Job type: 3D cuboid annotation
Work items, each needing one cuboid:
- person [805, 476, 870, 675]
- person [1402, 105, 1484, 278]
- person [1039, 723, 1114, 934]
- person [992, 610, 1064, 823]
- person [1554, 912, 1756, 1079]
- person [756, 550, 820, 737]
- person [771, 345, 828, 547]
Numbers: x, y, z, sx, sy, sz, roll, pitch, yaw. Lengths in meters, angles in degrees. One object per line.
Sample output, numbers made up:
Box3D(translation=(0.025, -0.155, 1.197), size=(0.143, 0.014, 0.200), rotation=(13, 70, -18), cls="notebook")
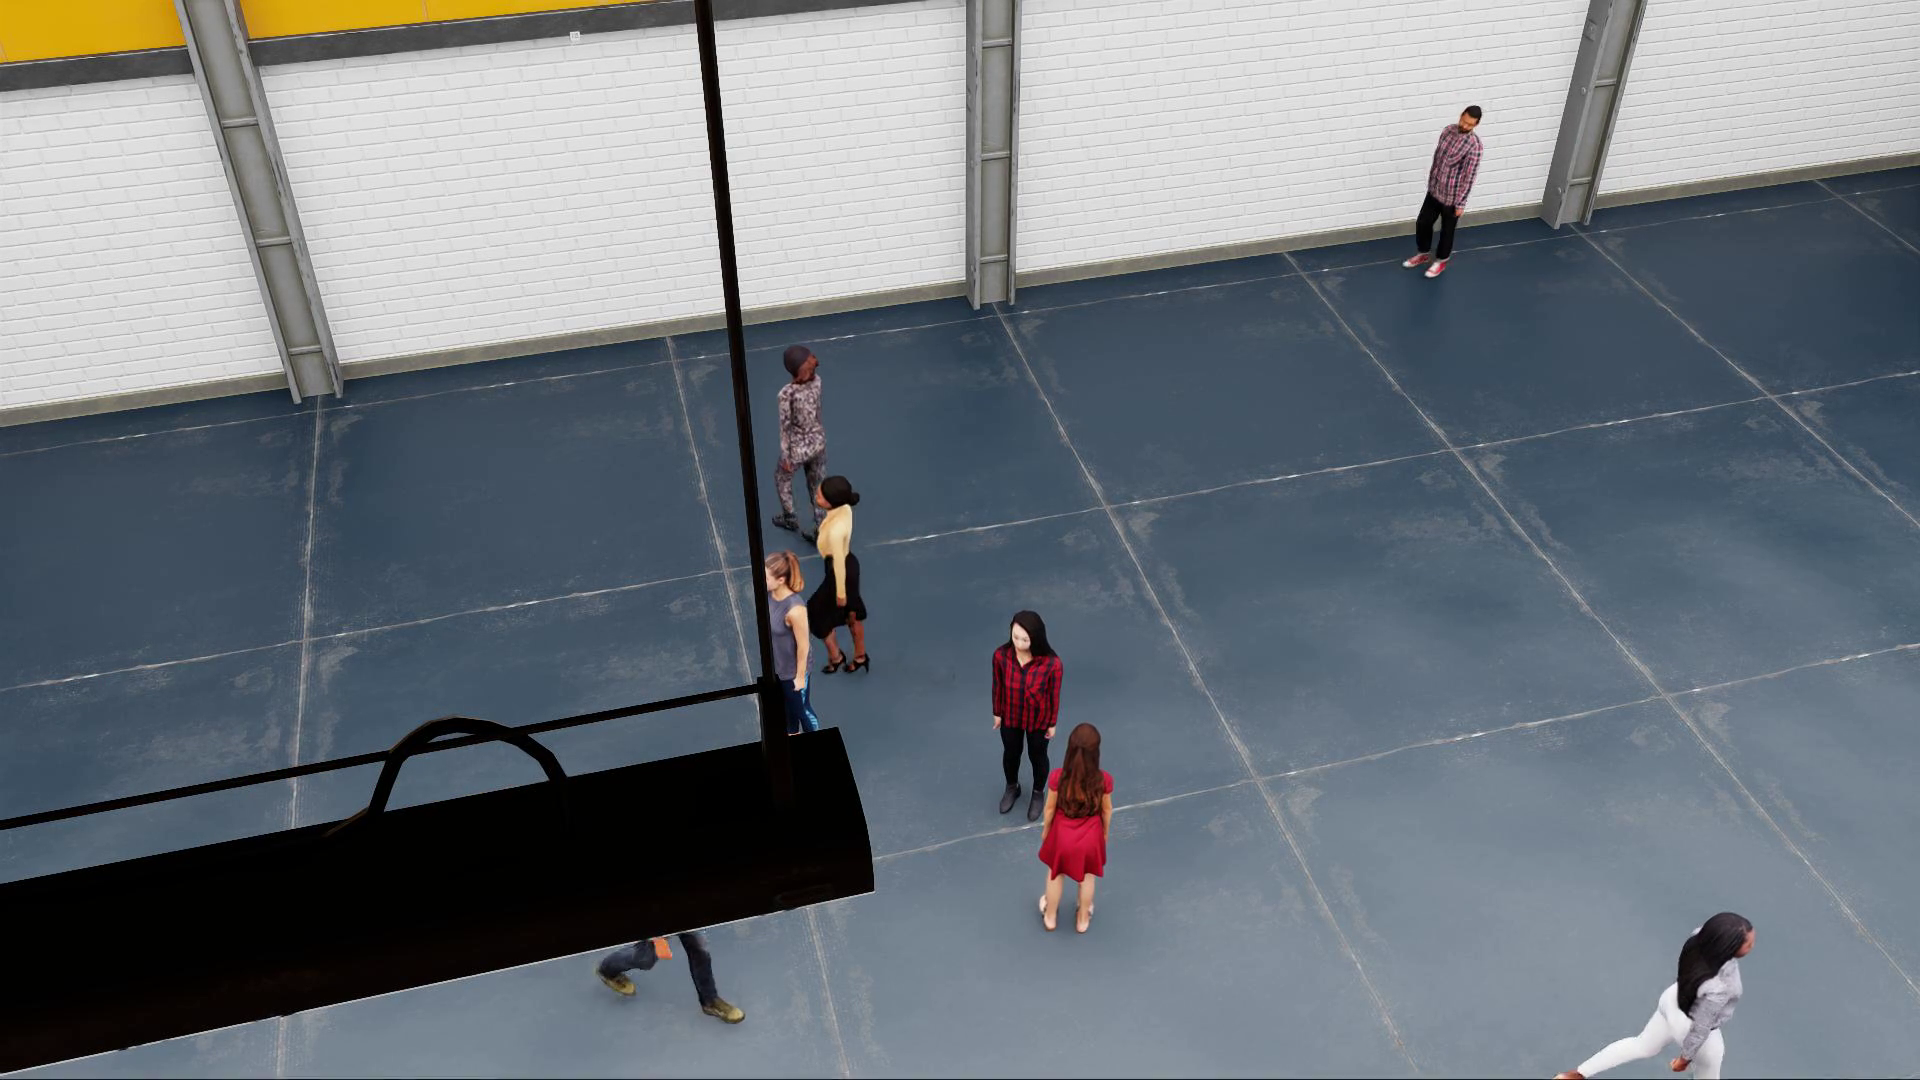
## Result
Box3D(translation=(-0.713, 0.273, 11.033), size=(0.757, 1.641, 0.700), rotation=(4, 39, 5), cls="person")
Box3D(translation=(4.509, -3.229, 15.347), size=(0.725, 1.728, 0.802), rotation=(-12, 40, -14), cls="person")
Box3D(translation=(0.653, 1.647, 9.385), size=(0.610, 1.550, 0.680), rotation=(0, 39, -1), cls="person")
Box3D(translation=(0.405, 1.043, 10.060), size=(0.612, 1.651, 0.719), rotation=(10, 40, 12), cls="person")
Box3D(translation=(3.545, 2.410, 8.314), size=(1.216, 1.694, 0.905), rotation=(5, 39, 6), cls="person")
Box3D(translation=(-1.069, 0.755, 10.362), size=(0.633, 1.725, 0.637), rotation=(-23, 44, -26), cls="person")
Box3D(translation=(-1.084, -0.631, 12.116), size=(0.831, 1.701, 0.849), rotation=(-30, 48, -32), cls="person")
